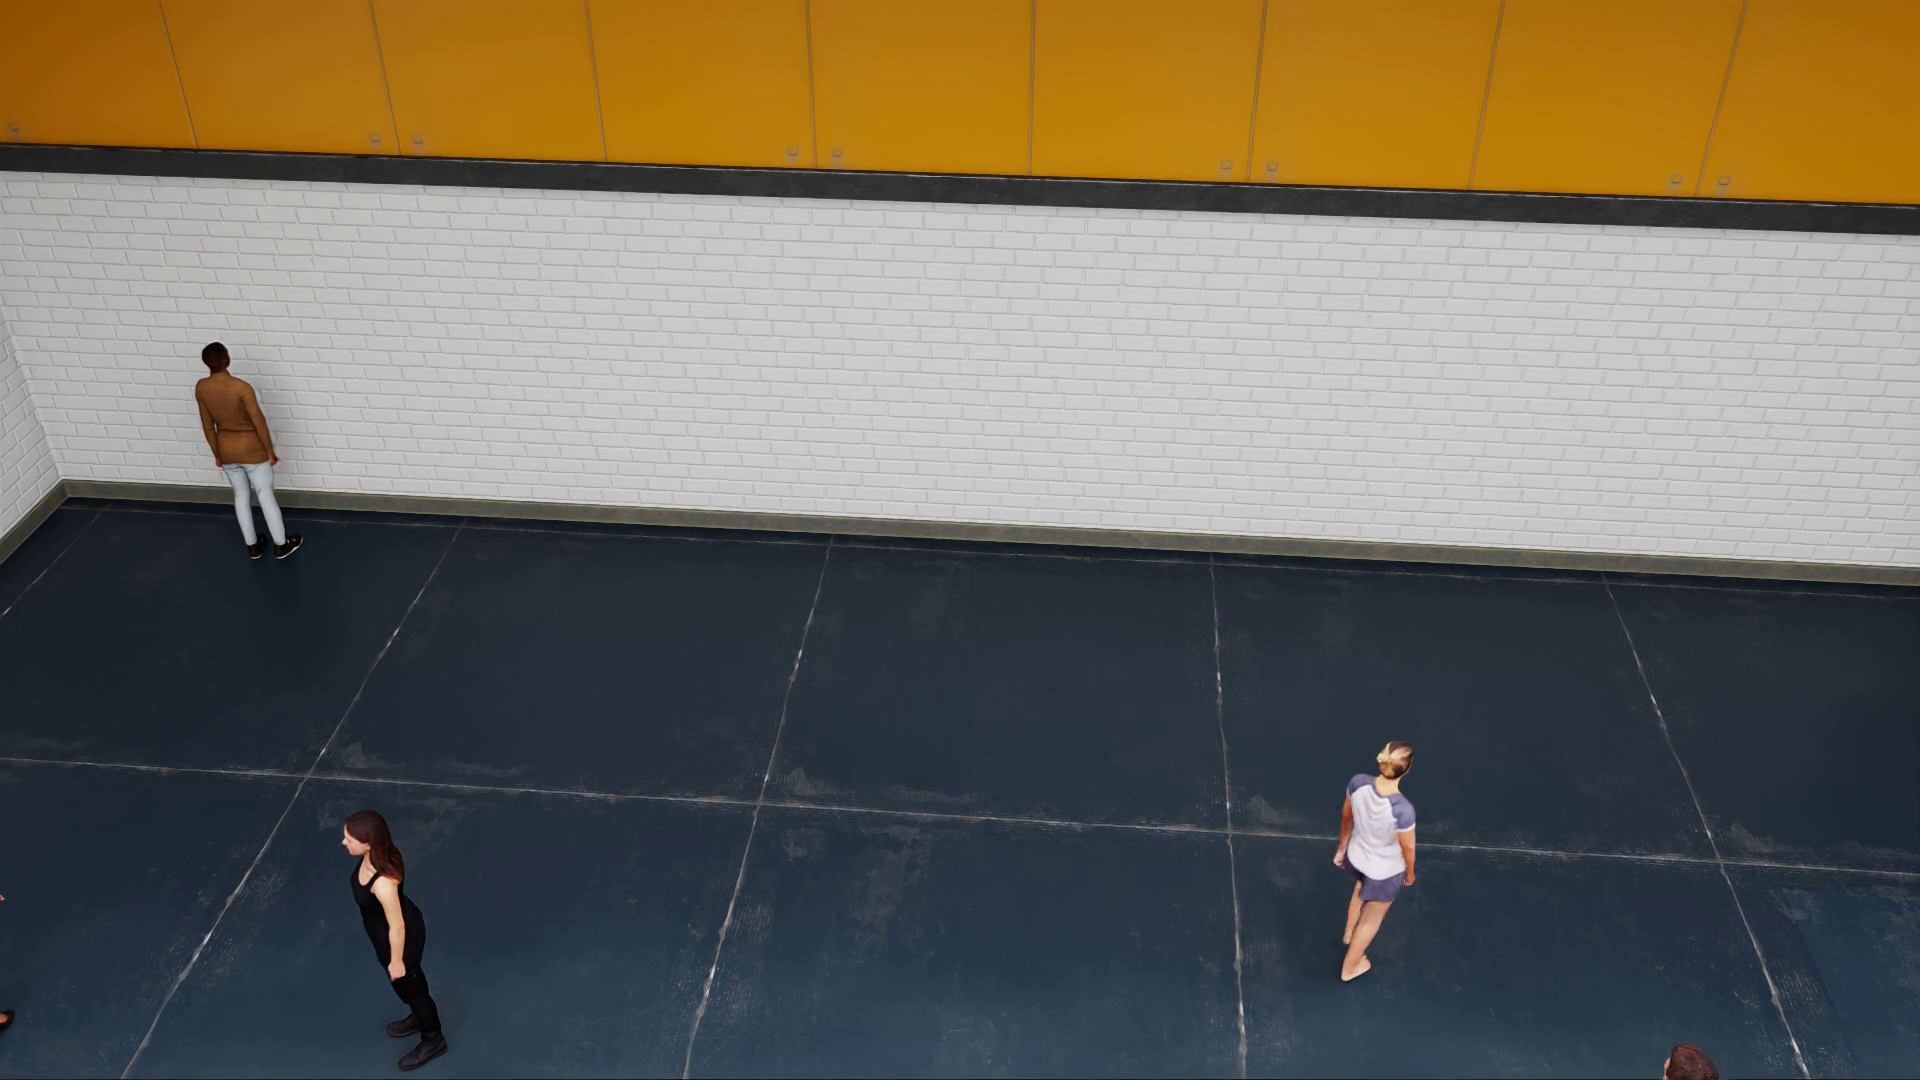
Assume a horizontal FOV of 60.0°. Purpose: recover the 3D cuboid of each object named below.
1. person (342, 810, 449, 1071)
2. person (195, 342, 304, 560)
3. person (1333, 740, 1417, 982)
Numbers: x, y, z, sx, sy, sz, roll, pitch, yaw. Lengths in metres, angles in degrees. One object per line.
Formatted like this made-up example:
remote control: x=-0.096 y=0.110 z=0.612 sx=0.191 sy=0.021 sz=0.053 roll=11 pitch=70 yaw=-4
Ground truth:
person: x=-2.929 y=2.050 z=8.620 sx=0.741 sy=1.688 sz=0.647 roll=-16 pitch=37 yaw=-22
person: x=-5.438 y=-0.668 z=12.593 sx=0.626 sy=1.816 sz=0.526 roll=2 pitch=34 yaw=4
person: x=2.213 y=1.797 z=9.075 sx=0.782 sy=1.605 sz=0.722 roll=-22 pitch=40 yaw=-30
